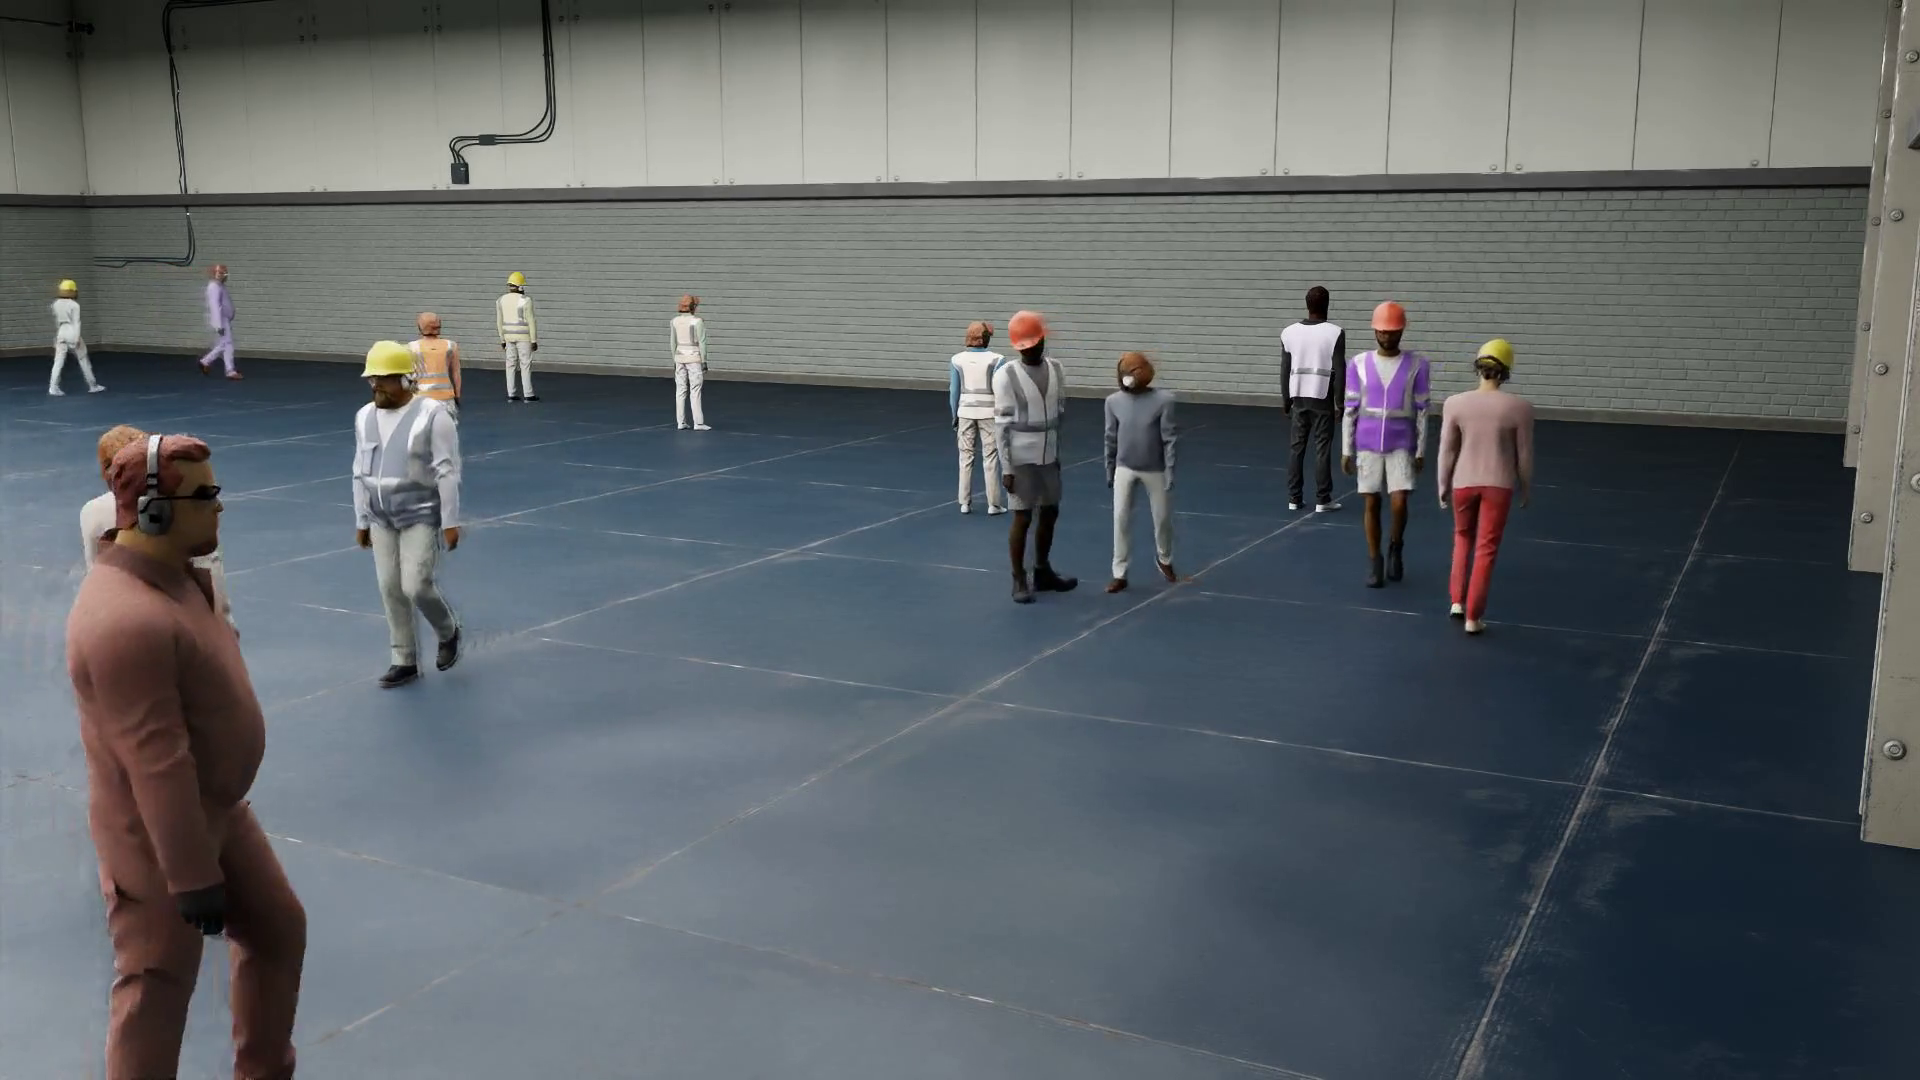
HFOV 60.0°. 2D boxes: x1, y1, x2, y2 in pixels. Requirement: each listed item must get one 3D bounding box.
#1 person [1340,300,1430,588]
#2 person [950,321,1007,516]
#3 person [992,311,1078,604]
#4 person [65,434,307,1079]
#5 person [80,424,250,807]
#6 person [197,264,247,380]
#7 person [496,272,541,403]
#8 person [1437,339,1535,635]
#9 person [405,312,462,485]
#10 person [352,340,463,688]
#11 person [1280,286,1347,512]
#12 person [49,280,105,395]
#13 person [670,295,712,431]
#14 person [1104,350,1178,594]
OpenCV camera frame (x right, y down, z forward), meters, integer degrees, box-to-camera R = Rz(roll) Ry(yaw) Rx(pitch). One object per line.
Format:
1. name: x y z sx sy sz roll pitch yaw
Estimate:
1. person: 2.822 -0.628 11.090 0.553 1.920 0.400 3 11 18
2. person: 0.163 -1.018 14.000 0.513 1.637 0.313 4 11 19
3. person: 0.486 -0.528 10.650 0.677 1.886 0.492 -8 13 -37
4. person: -1.791 0.680 4.044 0.711 1.883 0.682 -3 11 -16
5. person: -3.188 0.345 6.635 0.566 1.615 0.340 0 10 1
6. person: -12.052 -3.536 27.045 0.648 1.884 0.656 -4 11 -21
7. person: -6.203 -2.841 23.404 0.600 1.831 0.404 4 11 19
8. person: 3.141 -0.323 9.925 0.528 1.743 0.634 6 12 29
9. person: -4.929 -1.313 15.607 0.522 1.636 0.311 -7 12 -32
10. person: -2.895 -0.135 8.689 0.615 1.815 0.444 4 11 19
11. person: 3.014 -1.198 14.207 0.587 1.920 0.392 7 13 35
12. person: -13.195 -3.006 24.673 0.489 1.697 0.904 3 11 13
13. person: -3.265 -2.132 20.068 0.513 1.640 0.309 6 12 29
14. person: 1.212 -0.468 11.075 0.521 1.609 0.626 4 11 20
